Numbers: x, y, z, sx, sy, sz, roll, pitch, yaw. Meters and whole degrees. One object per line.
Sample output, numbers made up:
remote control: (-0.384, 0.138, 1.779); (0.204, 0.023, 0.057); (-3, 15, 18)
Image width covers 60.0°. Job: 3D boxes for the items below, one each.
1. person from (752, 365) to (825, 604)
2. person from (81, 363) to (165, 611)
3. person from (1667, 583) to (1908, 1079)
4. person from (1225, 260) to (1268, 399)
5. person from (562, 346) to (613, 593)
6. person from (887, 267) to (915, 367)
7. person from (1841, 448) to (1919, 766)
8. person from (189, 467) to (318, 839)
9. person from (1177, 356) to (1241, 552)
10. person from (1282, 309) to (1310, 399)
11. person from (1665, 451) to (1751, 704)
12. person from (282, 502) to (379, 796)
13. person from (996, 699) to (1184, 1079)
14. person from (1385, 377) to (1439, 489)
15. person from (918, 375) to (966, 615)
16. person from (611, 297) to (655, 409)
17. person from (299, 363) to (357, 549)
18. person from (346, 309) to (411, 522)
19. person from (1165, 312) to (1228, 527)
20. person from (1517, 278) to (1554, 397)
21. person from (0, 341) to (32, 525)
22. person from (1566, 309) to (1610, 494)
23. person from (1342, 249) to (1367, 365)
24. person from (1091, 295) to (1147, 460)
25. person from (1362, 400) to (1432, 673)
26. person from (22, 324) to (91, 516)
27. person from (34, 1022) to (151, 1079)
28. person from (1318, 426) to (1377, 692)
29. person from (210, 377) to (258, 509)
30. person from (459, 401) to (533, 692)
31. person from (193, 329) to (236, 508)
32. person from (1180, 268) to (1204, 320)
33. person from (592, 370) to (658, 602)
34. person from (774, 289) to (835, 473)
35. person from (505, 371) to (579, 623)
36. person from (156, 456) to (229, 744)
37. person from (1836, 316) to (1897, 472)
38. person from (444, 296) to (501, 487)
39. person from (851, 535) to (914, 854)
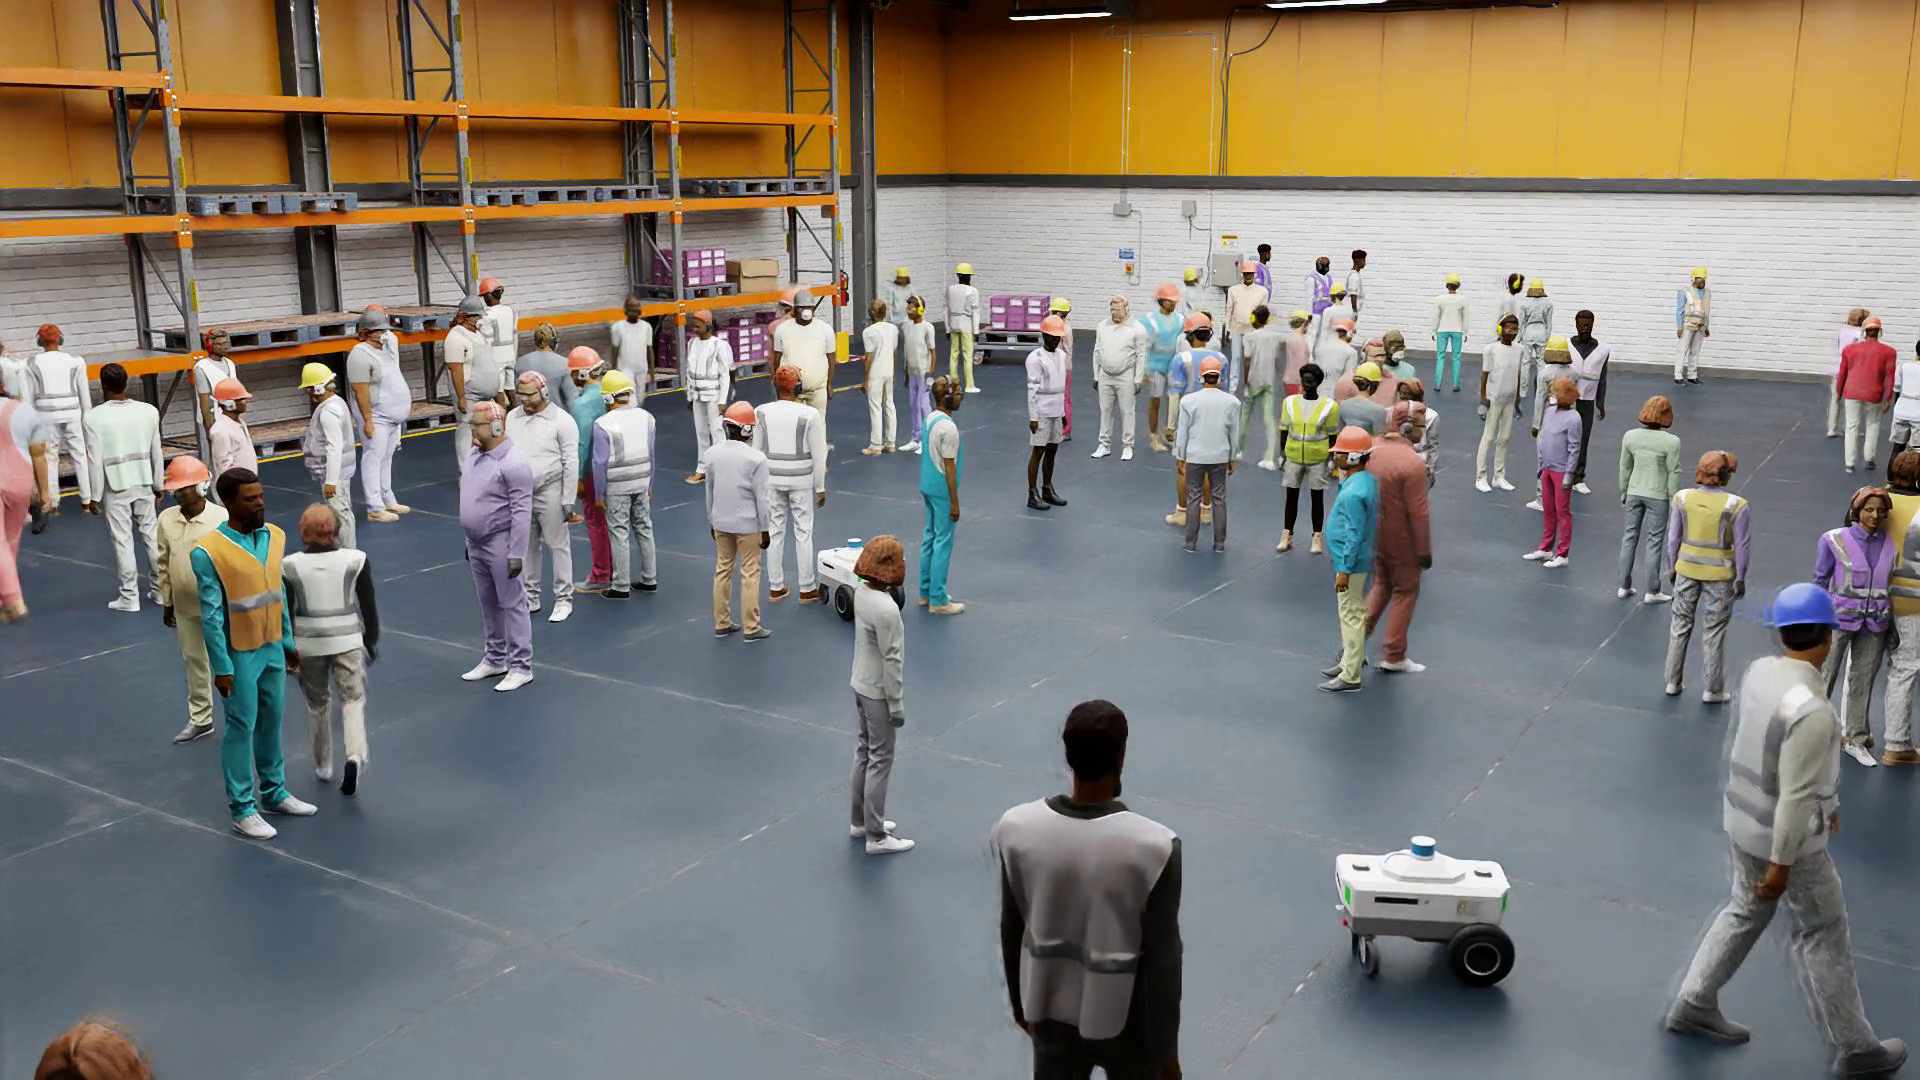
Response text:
person: (-1.328, -0.433, 13.028); (0.586, 1.882, 0.342); (4, 13, 16)
person: (-6.421, -0.406, 12.834); (0.376, 1.917, 0.600); (8, 15, 32)
person: (3.212, 1.098, 6.377); (0.800, 1.889, 0.614); (0, 13, 1)
person: (4.138, -3.038, 24.079); (0.622, 1.997, 0.372); (3, 13, 15)
person: (-2.950, -0.564, 13.378); (0.407, 1.986, 0.615); (3, 13, 11)
person: (-0.979, -3.655, 27.399); (0.481, 1.704, 0.901); (-4, 13, -15)
person: (5.410, 0.377, 9.608); (0.429, 1.841, 0.633); (-7, 14, -26)
person: (-3.669, 0.567, 8.608); (0.392, 1.922, 0.592); (4, 13, 16)
person: (2.188, -0.756, 14.746); (0.557, 1.743, 0.345); (-2, 13, -7)
person: (3.911, -1.796, 19.296); (0.332, 1.728, 0.644); (-2, 13, -7)
person: (4.779, 0.238, 10.661); (0.307, 1.638, 0.514); (-12, 17, -42)
person: (-3.453, 0.610, 9.116); (0.528, 1.620, 0.665); (-5, 14, -19)
person: (0.437, 1.395, 5.081); (0.625, 1.889, 0.728); (7, 15, 27)
person: (3.803, -0.574, 14.183); (0.523, 1.636, 0.310); (7, 15, 28)
person: (-0.131, -0.344, 12.746); (0.338, 1.839, 0.504); (-5, 14, -21)
person: (-4.023, -2.089, 20.404); (0.510, 1.812, 0.883); (-6, 14, -26)
person: (-5.175, -0.553, 13.687); (0.403, 1.818, 0.597); (-3, 13, -15)
person: (-5.573, -1.213, 16.067); (0.535, 2.000, 0.673); (0, 13, 0)
person: (2.226, -1.136, 15.765); (0.614, 2.030, 0.409); (-6, 14, -26)
person: (8.366, -2.946, 24.257); (0.490, 1.737, 0.315); (2, 13, 9)
person: (-9.121, -1.049, 15.785); (0.514, 1.844, 0.328); (0, 13, 2)
person: (6.419, -1.439, 17.316); (0.587, 1.920, 0.391); (1, 13, 5)
person: (6.573, -3.871, 27.789); (0.379, 1.958, 0.602); (2, 13, 9)
person: (1.820, -1.876, 19.251); (0.639, 1.904, 0.409); (7, 15, 27)
person: (2.916, -0.015, 11.213); (0.544, 1.891, 0.697); (-4, 14, -17)
person: (-8.826, -1.180, 16.305); (0.577, 1.874, 0.372); (-9, 16, -35)
person: (-1.914, 1.819, 3.843); (0.500, 1.614, 0.642); (0, 13, 0)
person: (2.546, 0.121, 10.907); (0.325, 1.752, 0.560); (4, 14, 16)
person: (-5.734, -0.416, 13.229); (0.319, 1.755, 0.573); (-2, 13, -11)
person: (-3.071, 0.036, 10.944); (0.643, 1.909, 0.410); (11, 17, 40)
person: (-7.157, -1.121, 16.095); (0.388, 1.846, 0.565); (1, 13, 4)
person: (3.775, -3.571, 27.036); (0.562, 1.698, 0.360); (-11, 17, -40)
person: (-2.660, -0.429, 13.154); (0.404, 1.823, 0.591); (10, 16, 36)
person: (-1.716, -1.740, 18.351); (0.684, 2.000, 0.538); (-1, 13, -3)
person: (-3.181, -0.327, 12.533); (0.639, 1.903, 0.407); (5, 14, 21)
person: (-4.496, 0.362, 9.863); (0.575, 1.749, 0.334); (2, 13, 11)
person: (10.109, -1.635, 18.601); (0.563, 1.712, 0.646); (7, 15, 27)
person: (-5.154, -1.590, 17.701); (0.535, 2.000, 0.679); (2, 13, 8)
person: (-0.404, 0.770, 8.381); (0.280, 1.625, 0.493); (-4, 14, -18)
